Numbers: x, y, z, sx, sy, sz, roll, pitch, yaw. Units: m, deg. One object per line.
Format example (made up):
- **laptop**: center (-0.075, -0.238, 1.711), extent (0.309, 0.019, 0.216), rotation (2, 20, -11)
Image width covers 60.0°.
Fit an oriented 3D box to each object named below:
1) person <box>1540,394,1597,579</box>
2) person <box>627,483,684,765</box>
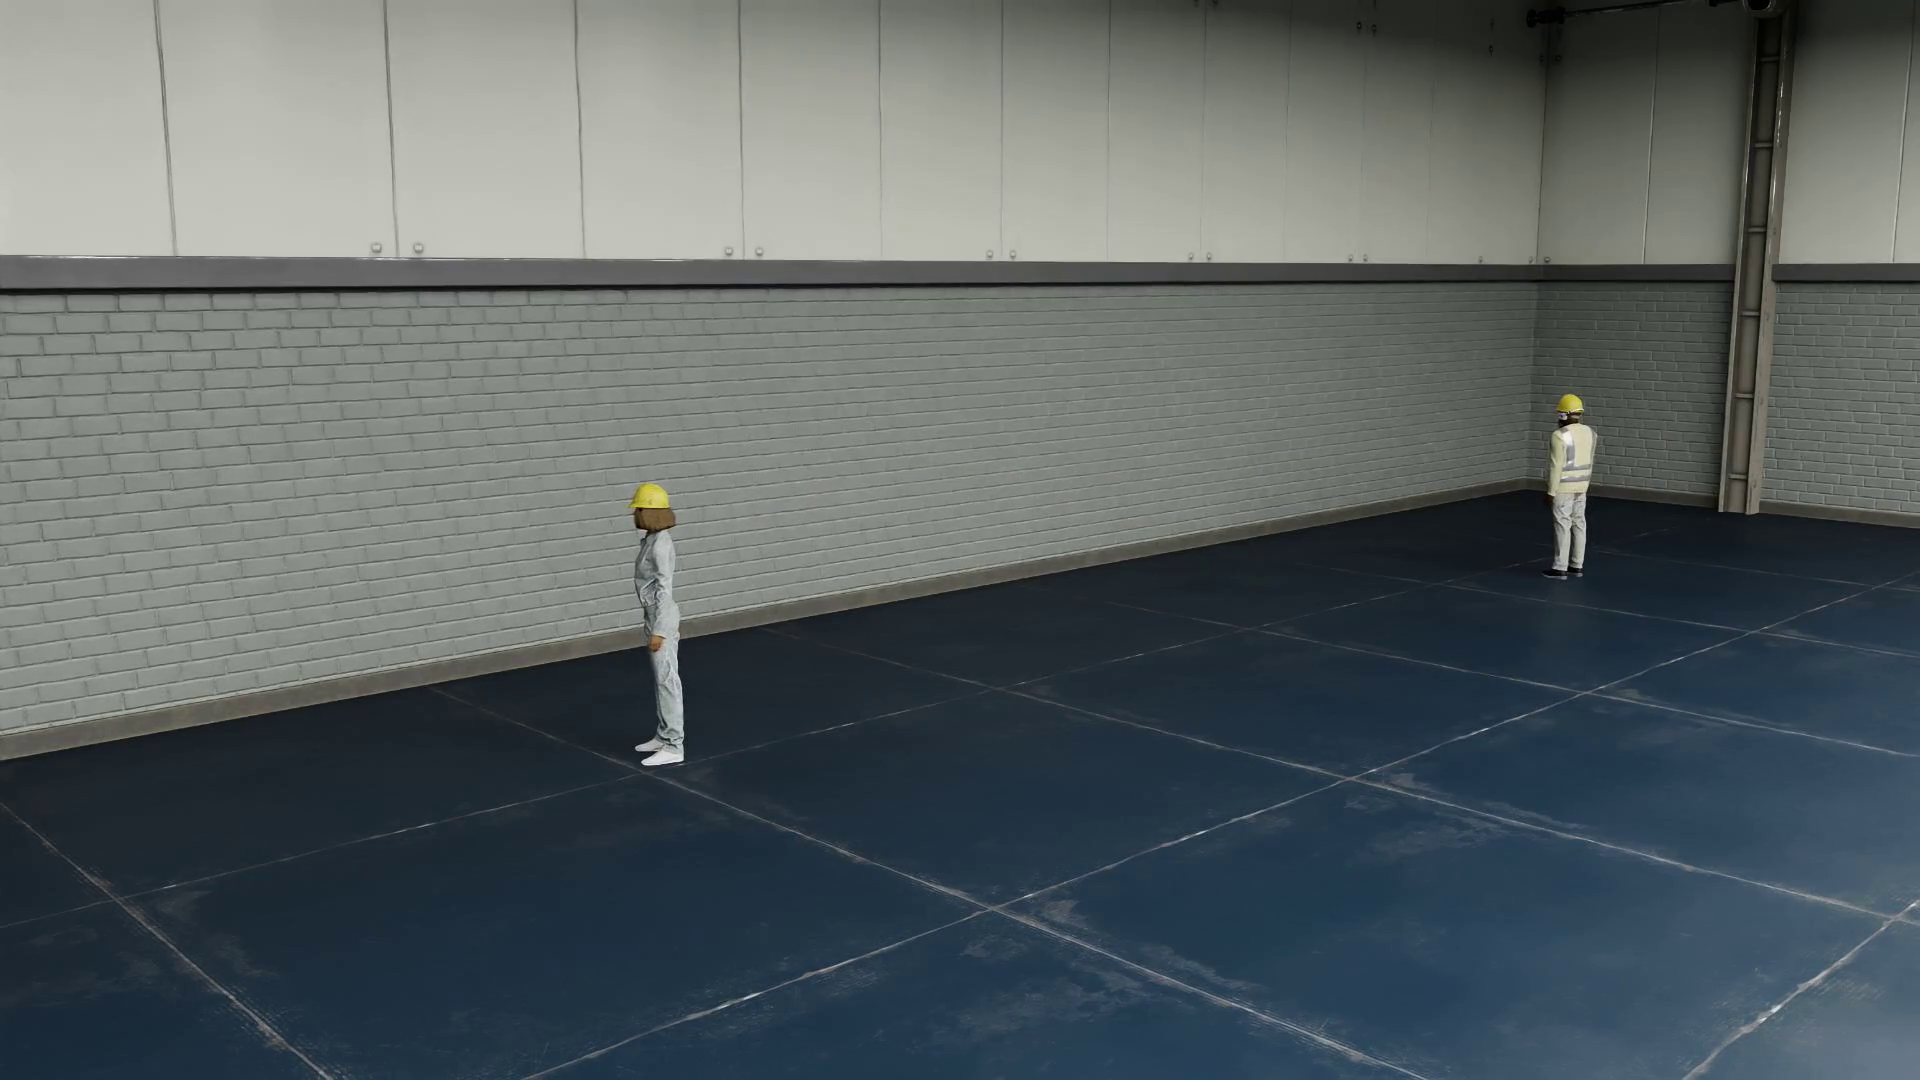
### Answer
- **person**: center (6.008, -0.525, 16.468), extent (0.591, 1.834, 0.404), rotation (-5, 11, -30)
- **person**: center (-1.885, 0.516, 10.285), extent (0.299, 1.745, 0.483), rotation (-2, 9, -14)
